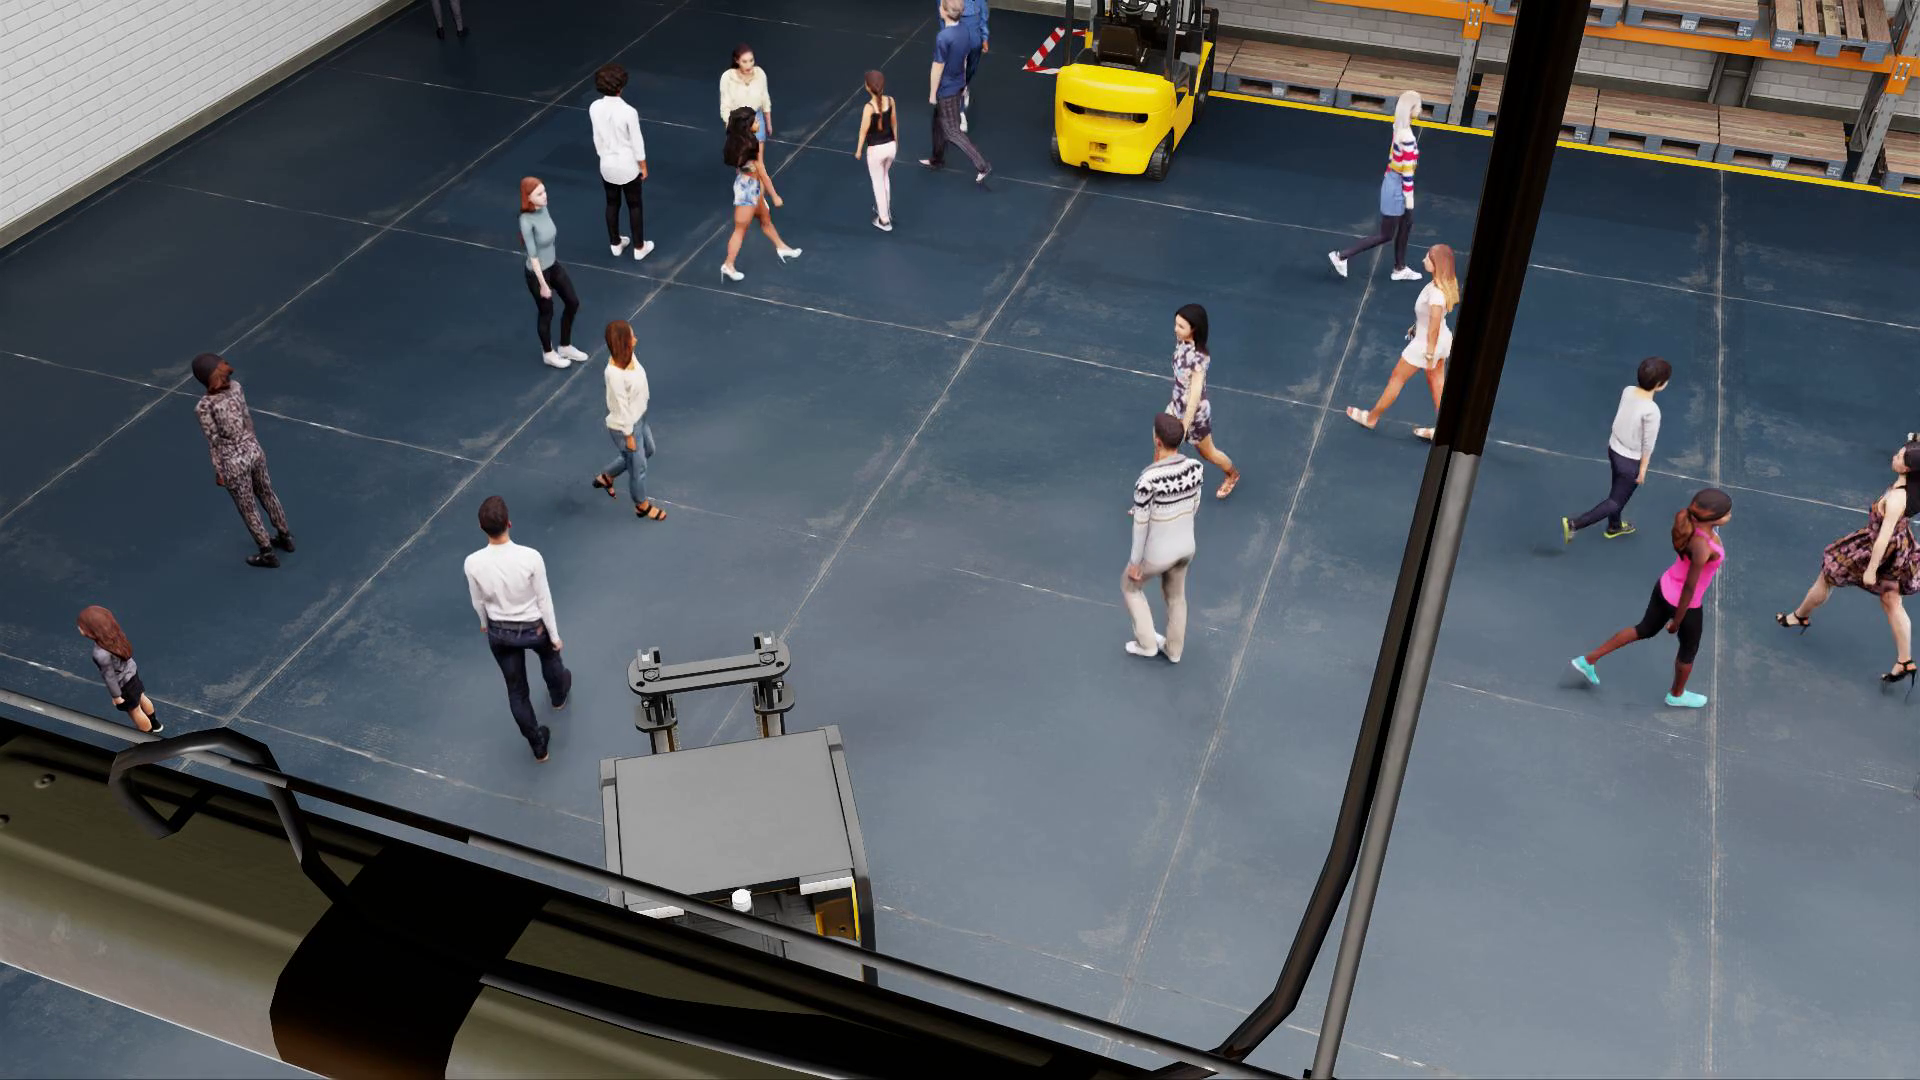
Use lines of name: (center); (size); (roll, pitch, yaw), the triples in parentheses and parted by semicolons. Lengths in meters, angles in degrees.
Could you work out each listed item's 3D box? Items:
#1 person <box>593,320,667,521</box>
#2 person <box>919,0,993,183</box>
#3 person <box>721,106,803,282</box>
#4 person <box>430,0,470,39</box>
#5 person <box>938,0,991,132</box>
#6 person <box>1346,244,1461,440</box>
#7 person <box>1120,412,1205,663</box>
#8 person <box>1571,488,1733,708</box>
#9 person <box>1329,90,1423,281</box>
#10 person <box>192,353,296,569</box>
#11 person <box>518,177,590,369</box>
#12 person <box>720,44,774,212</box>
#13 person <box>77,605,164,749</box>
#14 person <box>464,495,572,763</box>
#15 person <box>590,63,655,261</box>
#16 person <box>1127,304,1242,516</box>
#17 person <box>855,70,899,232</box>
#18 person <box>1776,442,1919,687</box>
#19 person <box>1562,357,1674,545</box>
person: (-2.448, -0.839, 11.885); (0.845, 1.669, 0.740); (2, 39, 3)
person: (-0.024, -4.340, 16.135); (1.177, 1.837, 0.796); (19, 43, 23)
person: (-1.939, -2.997, 14.657); (1.070, 1.582, 0.987); (-14, 41, -17)
person: (-6.023, -6.667, 19.096); (0.581, 1.779, 0.716); (-4, 39, -6)
person: (0.040, -5.279, 17.350); (1.180, 1.788, 1.116); (-7, 39, -8)
person: (3.658, -1.457, 12.670); (1.054, 1.655, 0.682); (20, 43, 23)
person: (1.350, 0.088, 10.595); (0.853, 1.830, 0.887); (-20, 43, -23)
person: (4.384, 0.356, 10.365); (1.138, 1.699, 0.738); (4, 39, 5)
person: (3.737, -3.050, 14.564); (1.134, 1.781, 0.787); (5, 39, 7)
person: (-4.976, -0.548, 11.486); (0.541, 1.713, 0.566); (13, 41, 16)
person: (-3.441, -2.159, 13.490); (0.623, 1.729, 0.612); (10, 40, 13)
person: (-2.058, -3.979, 15.866); (1.102, 1.609, 1.102); (-13, 40, -15)
person: (-5.164, 0.835, 10.241); (0.576, 1.105, 0.534); (-11, 40, -13)
person: (-2.646, 0.600, 9.940); (1.041, 1.848, 0.984); (-4, 39, -5)
person: (-3.067, -3.398, 14.982); (0.485, 1.804, 0.672); (11, 40, 14)
person: (1.729, -0.924, 11.971); (1.195, 1.695, 1.116); (-16, 41, -19)
person: (-0.698, -3.594, 15.426); (0.690, 1.557, 0.757); (-27, 46, -30)
person: (5.921, 0.164, 10.583); (0.982, 1.726, 1.239); (-28, 46, -30)
person: (4.618, -0.587, 11.678); (1.008, 1.535, 0.865); (-8, 39, -10)
